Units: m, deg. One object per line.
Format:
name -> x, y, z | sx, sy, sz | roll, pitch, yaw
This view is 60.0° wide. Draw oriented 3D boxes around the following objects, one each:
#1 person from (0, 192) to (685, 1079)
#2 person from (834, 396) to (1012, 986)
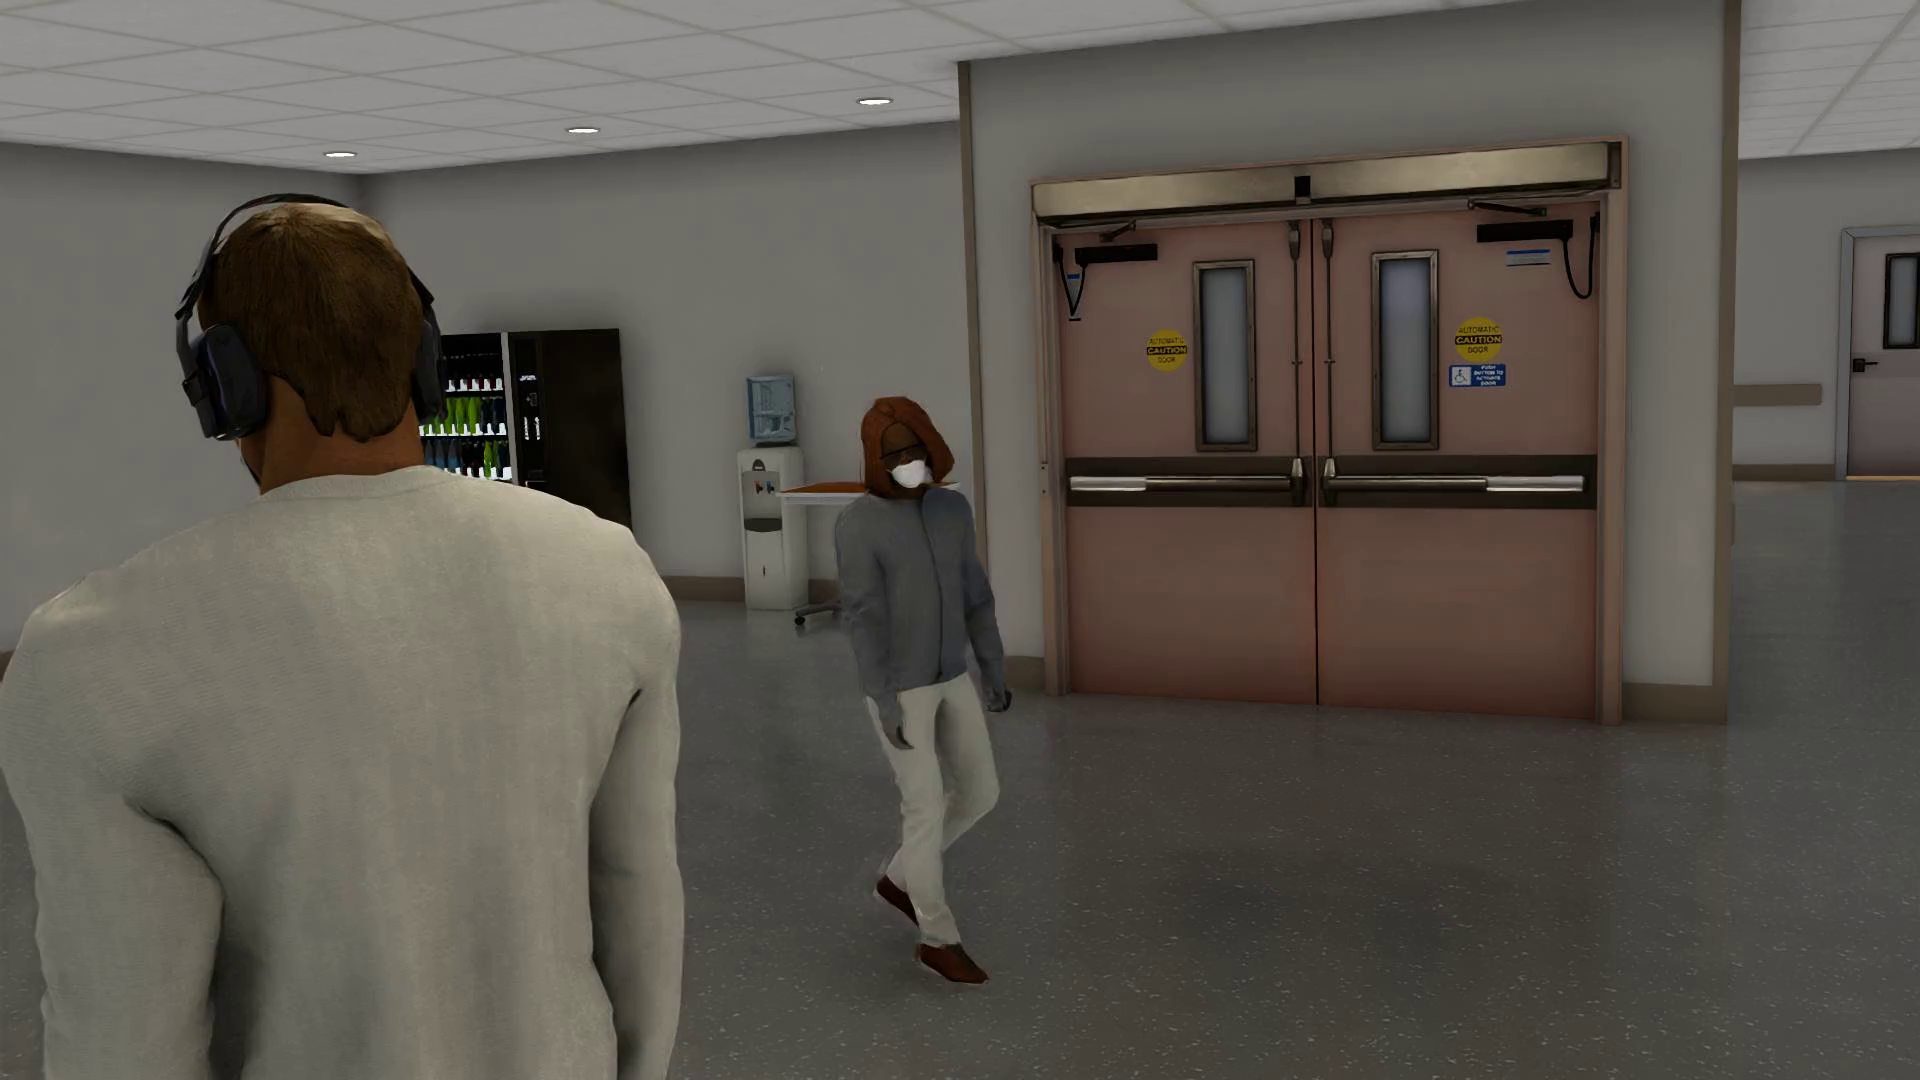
person -> -0.541, 0.640, 1.630 | 0.628, 1.935, 0.373 | -9, 10, -44
person -> -0.112, 0.407, 4.557 | 0.436, 1.609, 0.539 | 5, 10, 43
